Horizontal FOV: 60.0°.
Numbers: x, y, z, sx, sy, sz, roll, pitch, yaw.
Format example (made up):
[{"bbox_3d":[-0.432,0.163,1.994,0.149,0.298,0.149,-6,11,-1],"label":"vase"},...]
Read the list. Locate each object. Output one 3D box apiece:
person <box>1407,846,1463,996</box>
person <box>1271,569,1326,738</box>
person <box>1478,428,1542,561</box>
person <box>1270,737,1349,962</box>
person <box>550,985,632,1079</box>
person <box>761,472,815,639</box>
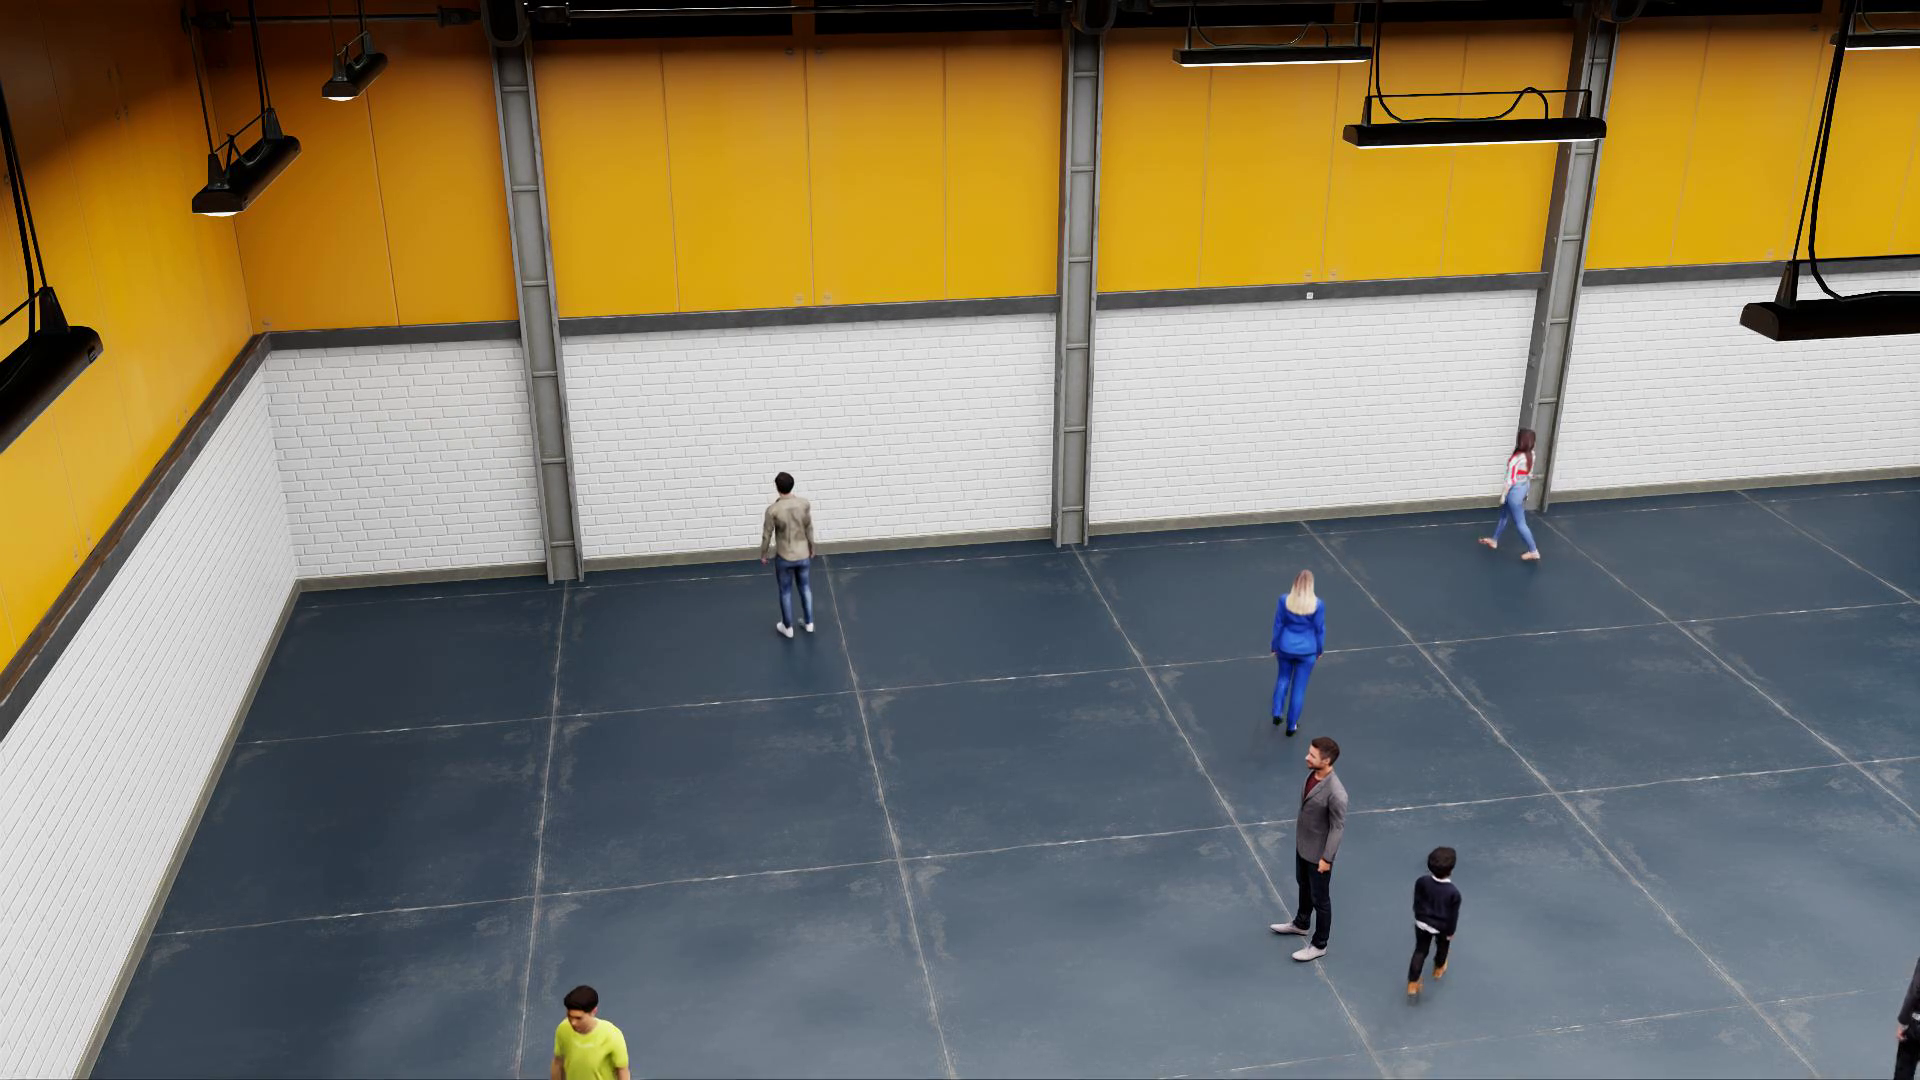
[{"bbox_3d":[3.494,2.833,12.317,0.825,1.208,0.880,15,28,31],"label":"person"},{"bbox_3d":[3.156,1.102,15.677,0.719,1.688,0.800,11,26,24],"label":"person"},{"bbox_3d":[6.594,-0.506,19.495,1.075,1.576,1.038,-21,31,-40],"label":"person"},{"bbox_3d":[2.711,2.315,12.669,0.613,1.874,0.692,-6,24,-13],"label":"person"},{"bbox_3d":[-2.242,3.410,10.400,0.869,1.687,0.914,11,26,23],"label":"person"},{"bbox_3d":[-1.774,0.176,17.577,0.709,1.863,0.869,-11,26,-24],"label":"person"}]
